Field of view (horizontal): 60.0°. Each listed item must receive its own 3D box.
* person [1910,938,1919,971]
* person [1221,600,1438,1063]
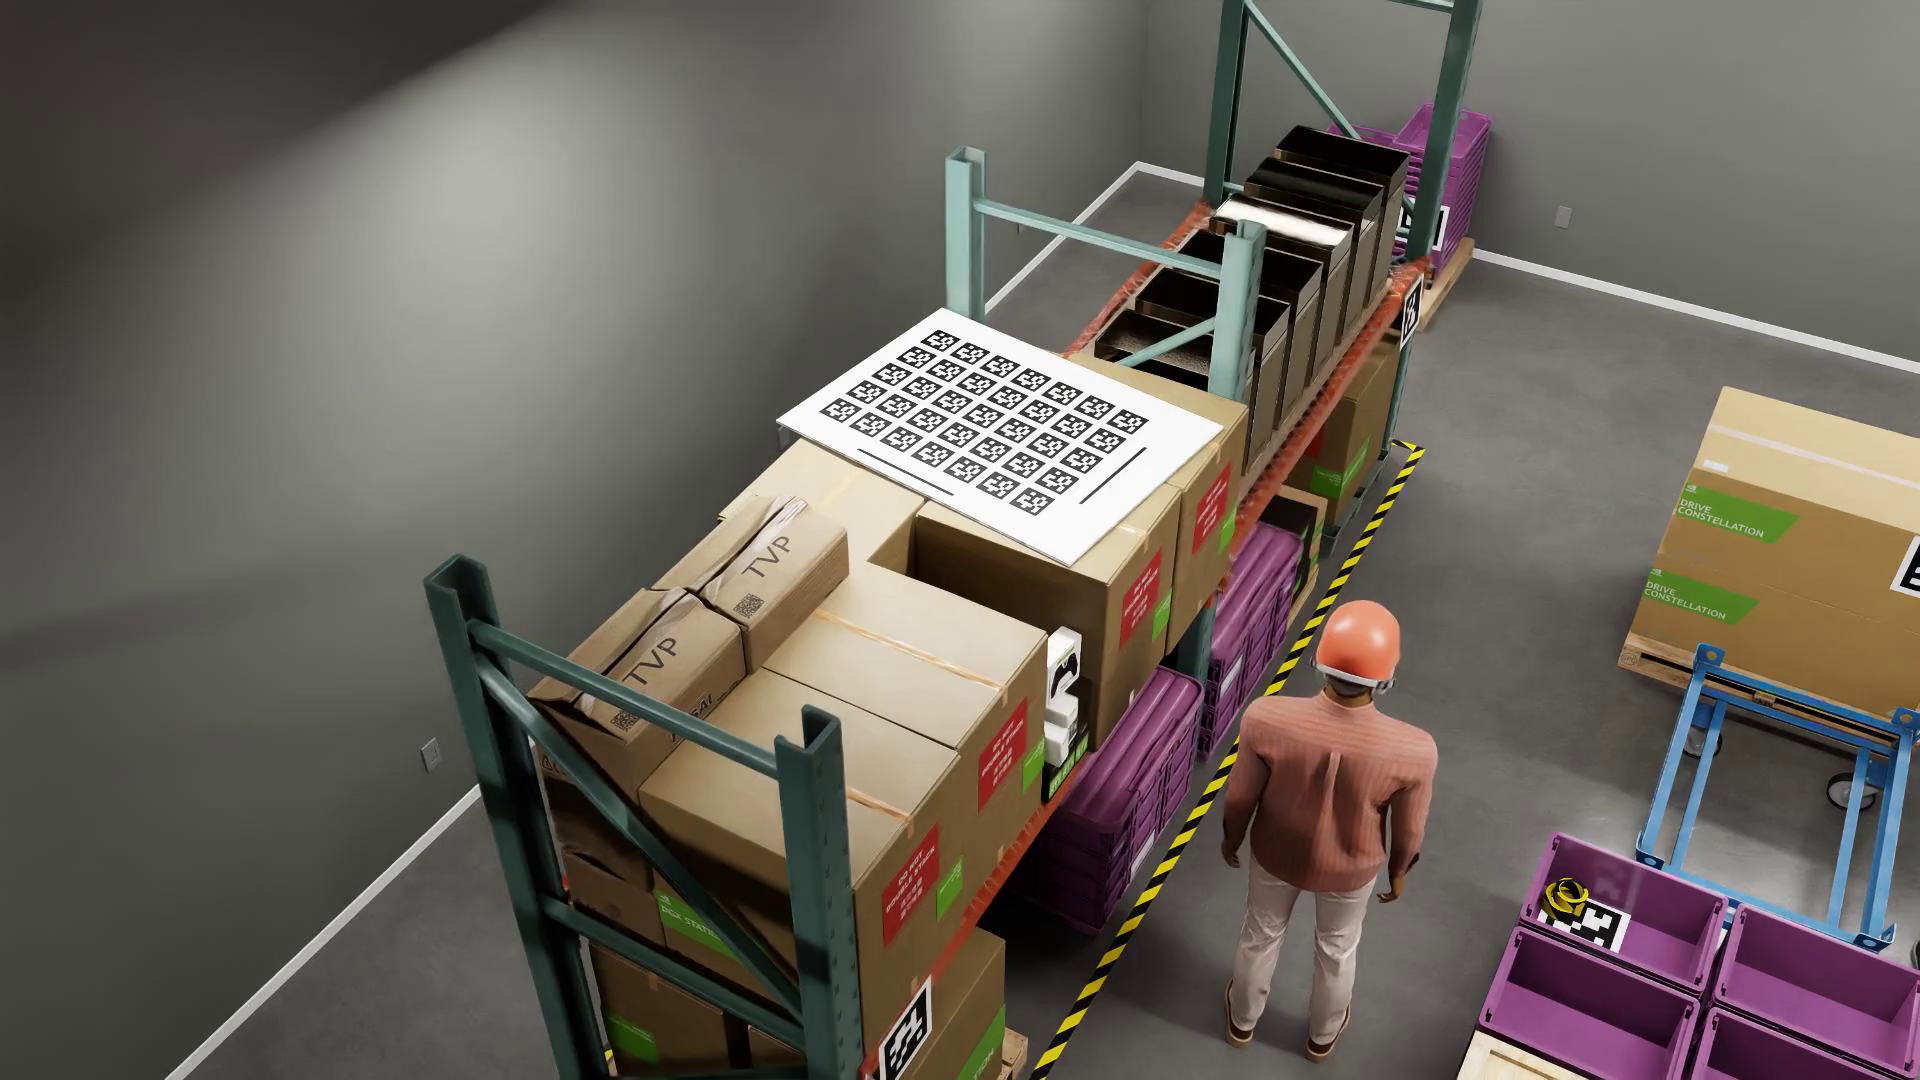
[{"bbox_3d":[3.712,0.935,5.564,0.600,1.830,0.403,23,45,25],"label":"person"},{"bbox_3d":[1.157,0.982,5.384,0.626,1.991,0.389,10,41,12],"label":"person"}]
